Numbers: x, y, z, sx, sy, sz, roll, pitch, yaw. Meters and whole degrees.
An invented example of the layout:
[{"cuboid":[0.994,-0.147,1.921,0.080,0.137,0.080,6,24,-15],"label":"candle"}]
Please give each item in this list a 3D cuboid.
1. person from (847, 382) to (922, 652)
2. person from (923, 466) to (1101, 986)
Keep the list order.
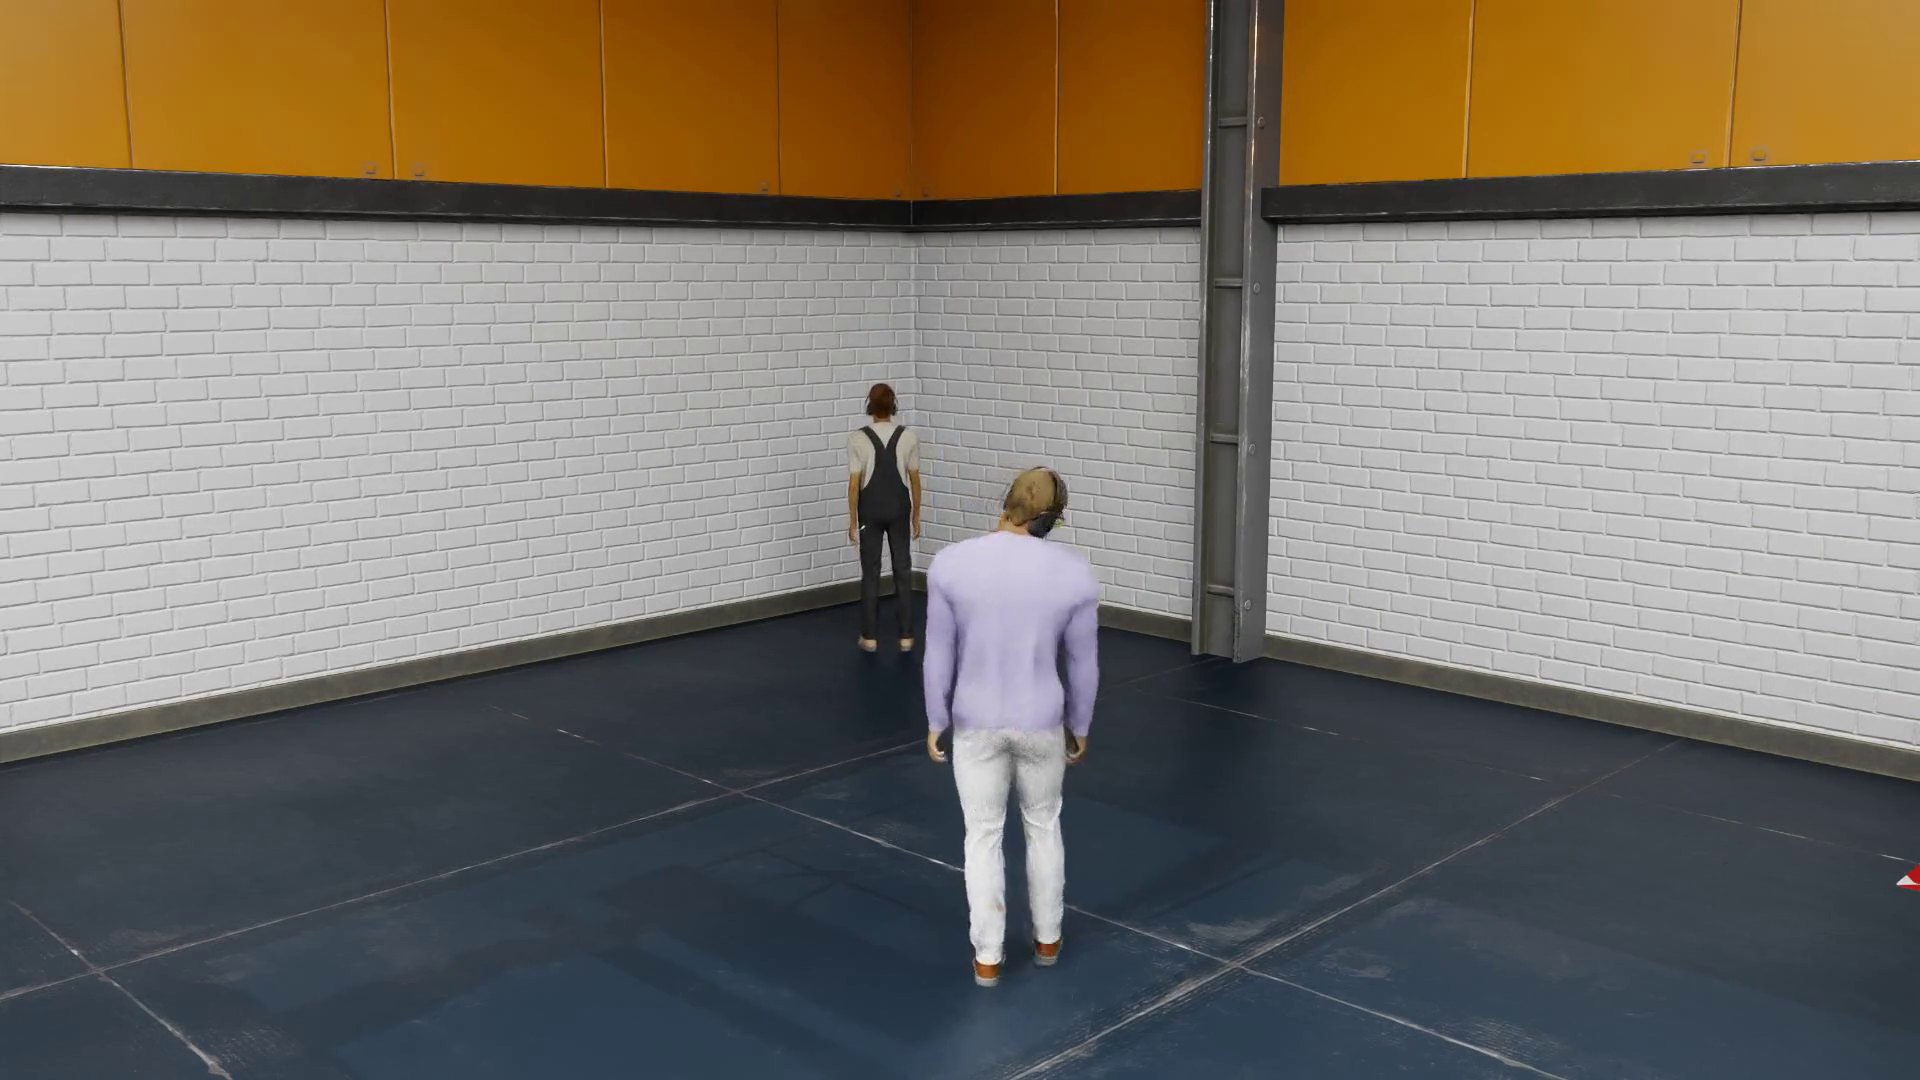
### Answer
[{"cuboid":[-0.511,-0.151,11.341,0.511,1.843,0.325,-2,9,-10],"label":"person"},{"cuboid":[0.186,0.680,6.097,0.648,1.906,0.477,0,9,-2],"label":"person"}]
